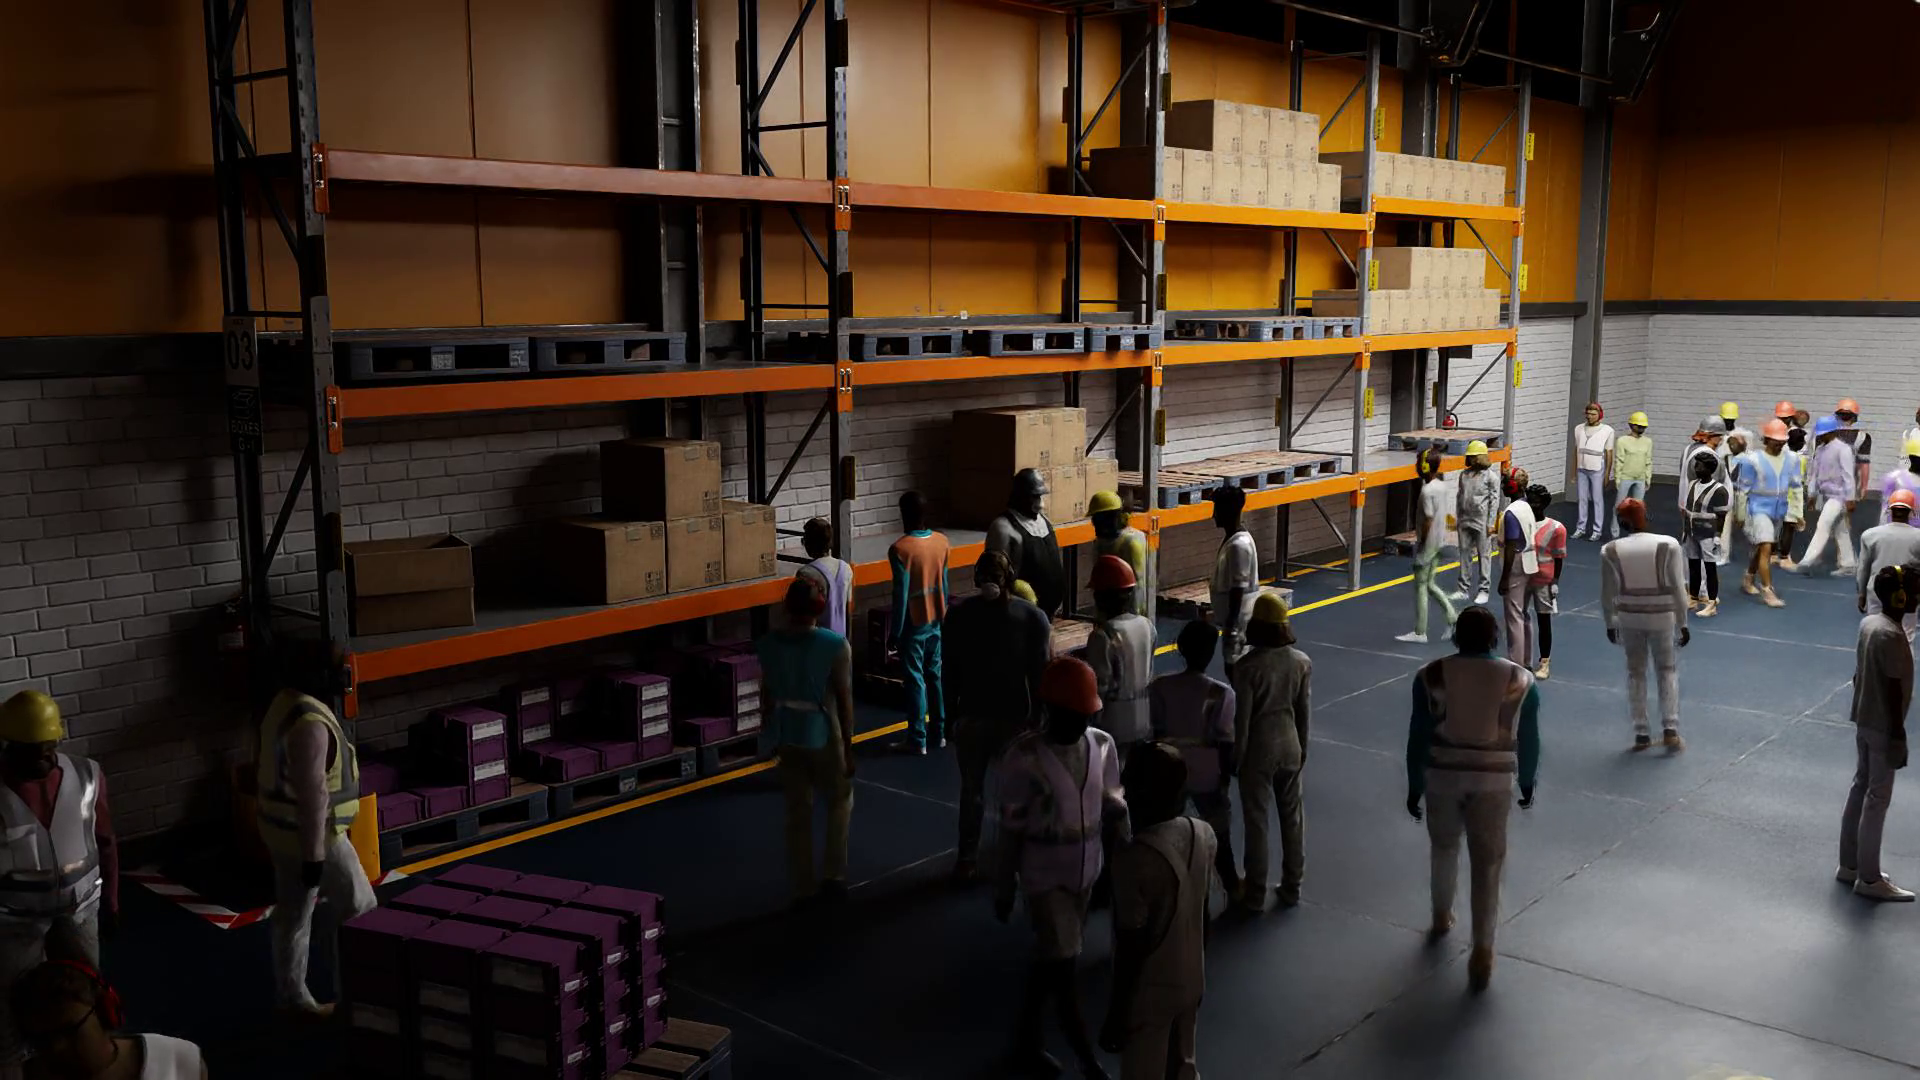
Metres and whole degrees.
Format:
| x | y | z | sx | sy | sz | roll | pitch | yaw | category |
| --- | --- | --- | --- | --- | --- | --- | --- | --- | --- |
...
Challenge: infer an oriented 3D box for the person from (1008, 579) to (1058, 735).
| x | y | z | sx | sy | sz | roll | pitch | yaw | category |
| --- | --- | --- | --- | --- | --- | --- | --- | --- | --- |
| 0.406 | 1.059 | 9.779 | 0.527 | 1.721 | 0.581 | 8 | 12 | 40 | person |

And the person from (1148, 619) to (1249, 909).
| x | y | z | sx | sy | sz | roll | pitch | yaw | category |
| --- | --- | --- | --- | --- | --- | --- | --- | --- | --- |
| 1.264 | 1.232 | 8.851 | 0.545 | 1.645 | 0.869 | 6 | 11 | 36 | person |

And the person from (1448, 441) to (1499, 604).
| x | y | z | sx | sy | sz | roll | pitch | yaw | category |
| --- | --- | --- | --- | --- | --- | --- | --- | --- | --- |
| 5.497 | -0.193 | 17.782 | 0.295 | 1.744 | 0.491 | -7 | 11 | -39 | person |

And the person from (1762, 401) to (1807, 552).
| x | y | z | sx | sy | sz | roll | pitch | yaw | category |
| --- | --- | --- | --- | --- | --- | --- | --- | --- | --- |
| 10.438 | -0.807 | 21.160 | 0.386 | 1.929 | 0.548 | -7 | 11 | -38 | person |

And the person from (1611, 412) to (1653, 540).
| x | y | z | sx | sy | sz | roll | pitch | yaw | category |
| --- | --- | --- | --- | --- | --- | --- | --- | --- | --- |
| 8.734 | -0.786 | 21.568 | 0.529 | 1.761 | 0.341 | -1 | 9 | -9 | person |

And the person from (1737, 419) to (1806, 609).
| x | y | z | sx | sy | sz | roll | pitch | yaw | category |
| --- | --- | --- | --- | --- | --- | --- | --- | --- | --- |
| 8.643 | -0.316 | 17.830 | 0.613 | 1.994 | 1.053 | -1 | 9 | -4 | person |

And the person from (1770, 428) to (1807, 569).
| x | y | z | sx | sy | sz | roll | pitch | yaw | category |
| --- | --- | --- | --- | --- | --- | --- | --- | --- | --- |
| 9.932 | -0.498 | 19.934 | 0.321 | 1.688 | 0.543 | 0 | 9 | -1 | person |

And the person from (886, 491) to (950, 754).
| x | y | z | sx | sy | sz | roll | pitch | yaw | category |
| --- | --- | --- | --- | --- | --- | --- | --- | --- | --- |
| -0.293 | 0.602 | 12.103 | 0.374 | 1.912 | 0.595 | 7 | 11 | 38 | person |

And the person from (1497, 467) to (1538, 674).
| x | y | z | sx | sy | sz | roll | pitch | yaw | category |
| --- | --- | --- | --- | --- | --- | --- | --- | --- | --- |
| 4.839 | 0.287 | 14.397 | 0.393 | 1.836 | 0.561 | 6 | 11 | 33 | person |

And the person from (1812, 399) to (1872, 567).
| x | y | z | sx | sy | sz | roll | pitch | yaw | category |
| --- | --- | --- | --- | --- | --- | --- | --- | --- | --- |
| 10.608 | -0.684 | 20.049 | 0.613 | 2.028 | 0.409 | 5 | 10 | 31 | person |

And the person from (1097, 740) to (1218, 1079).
| x | y | z | sx | sy | sz | roll | pitch | yaw | category |
| --- | --- | --- | --- | --- | --- | --- | --- | --- | --- |
| 0.683 | 1.603 | 5.871 | 0.346 | 1.846 | 0.506 | 8 | 12 | 44 | person |

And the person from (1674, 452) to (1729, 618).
| x | y | z | sx | sy | sz | roll | pitch | yaw | category |
| --- | --- | --- | --- | --- | --- | --- | --- | --- | --- |
| 7.609 | -0.056 | 17.043 | 0.317 | 1.695 | 0.540 | -3 | 9 | -17 | person |

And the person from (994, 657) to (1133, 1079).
| x | y | z | sx | sy | sz | roll | pitch | yaw | category |
| --- | --- | --- | --- | --- | --- | --- | --- | --- | --- |
| 0.511 | 1.420 | 6.853 | 0.554 | 1.885 | 1.017 | -6 | 11 | -35 | person |

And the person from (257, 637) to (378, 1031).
| x | y | z | sx | sy | sz | roll | pitch | yaw | category |
| --- | --- | --- | --- | --- | --- | --- | --- | --- | --- |
| -2.893 | 1.341 | 7.641 | 0.641 | 1.817 | 0.627 | -6 | 11 | -36 | person |

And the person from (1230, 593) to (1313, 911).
| x | y | z | sx | sy | sz | roll | pitch | yaw | category |
| --- | --- | --- | --- | --- | --- | --- | --- | --- | --- |
| 1.686 | 1.151 | 9.112 | 0.492 | 1.742 | 0.319 | -3 | 9 | -21 | person |

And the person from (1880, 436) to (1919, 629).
| x | y | z | sx | sy | sz | roll | pitch | yaw | category |
| --- | --- | --- | --- | --- | --- | --- | --- | --- | --- |
| 9.508 | -0.107 | 16.704 | 0.597 | 1.909 | 0.754 | 0 | 9 | -1 | person |

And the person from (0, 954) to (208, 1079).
| x | y | z | sx | sy | sz | roll | pitch | yaw | category |
| --- | --- | --- | --- | --- | --- | --- | --- | --- | --- |
| -2.154 | 1.889 | 4.218 | 0.592 | 1.791 | 0.965 | -5 | 10 | -30 | person |

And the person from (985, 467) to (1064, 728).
| x | y | z | sx | sy | sz | roll | pitch | yaw | category |
| --- | --- | --- | --- | --- | --- | --- | --- | --- | --- |
| 0.535 | 0.462 | 12.596 | 0.535 | 2.000 | 0.673 | 7 | 11 | 38 | person |

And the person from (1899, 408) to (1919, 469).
| x | y | z | sx | sy | sz | roll | pitch | yaw | category |
| --- | --- | --- | --- | --- | --- | --- | --- | --- | --- |
| 12.176 | -0.767 | 21.049 | 0.352 | 1.880 | 0.577 | -6 | 11 | -36 | person |

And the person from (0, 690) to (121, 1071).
| x | y | z | sx | sy | sz | roll | pitch | yaw | category |
| --- | --- | --- | --- | --- | --- | --- | --- | --- | --- |
| -3.681 | 1.488 | 6.682 | 0.403 | 1.824 | 0.594 | 8 | 12 | 42 | person |

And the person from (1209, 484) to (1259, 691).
| x | y | z | sx | sy | sz | roll | pitch | yaw | category |
| --- | --- | --- | --- | --- | --- | --- | --- | --- | --- |
| 2.014 | 0.558 | 12.267 | 0.375 | 1.958 | 0.600 | 1 | 9 | 6 | person |

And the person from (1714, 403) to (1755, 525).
| x | y | z | sx | sy | sz | roll | pitch | yaw | category |
| --- | --- | --- | --- | --- | --- | --- | --- | --- | --- |
| 9.808 | -0.808 | 21.253 | 0.609 | 1.889 | 0.719 | 3 | 9 | 19 | person |

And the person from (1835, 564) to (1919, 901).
| x | y | z | sx | sy | sz | roll | pitch | yaw | category |
| --- | --- | --- | --- | --- | --- | --- | --- | --- | --- |
| 5.164 | 1.058 | 9.302 | 0.328 | 1.874 | 0.517 | 1 | 9 | 8 | person |

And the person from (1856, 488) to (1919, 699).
| x | y | z | sx | sy | sz | roll | pitch | yaw | category |
| --- | --- | --- | --- | --- | --- | --- | --- | --- | --- |
| 7.672 | 0.447 | 13.647 | 0.567 | 1.744 | 0.350 | 8 | 12 | 41 | person |

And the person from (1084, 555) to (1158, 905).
| x | y | z | sx | sy | sz | roll | pitch | yaw | category |
| --- | --- | --- | --- | --- | --- | --- | --- | --- | --- |
| 0.848 | 1.043 | 9.216 | 0.388 | 1.930 | 0.544 | 8 | 12 | 40 | person |

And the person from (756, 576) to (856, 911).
| x | y | z | sx | sy | sz | roll | pitch | yaw | category |
| --- | --- | --- | --- | --- | --- | --- | --- | --- | --- |
| -0.814 | 1.106 | 9.140 | 0.595 | 1.815 | 0.553 | 3 | 9 | 19 | person |

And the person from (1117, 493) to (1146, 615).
| x | y | z | sx | sy | sz | roll | pitch | yaw | category |
| --- | --- | --- | --- | --- | --- | --- | --- | --- | --- |
| 1.287 | 0.548 | 12.718 | 0.597 | 1.845 | 0.637 | 7 | 11 | 38 | person |

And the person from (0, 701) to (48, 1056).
| x | y | z | sx | sy | sz | roll | pitch | yaw | category |
| --- | --- | --- | --- | --- | --- | --- | --- | --- | --- |
| -4.274 | 1.388 | 7.304 | 0.642 | 1.835 | 0.430 | 2 | 9 | 15 | person |

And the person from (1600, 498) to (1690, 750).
| x | y | z | sx | sy | sz | roll | pitch | yaw | category |
| --- | --- | --- | --- | --- | --- | --- | --- | --- | --- |
| 5.050 | 0.611 | 12.292 | 0.665 | 1.833 | 0.520 | 5 | 10 | 30 | person |

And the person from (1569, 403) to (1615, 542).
| x | y | z | sx | sy | sz | roll | pitch | yaw | category |
| --- | --- | --- | --- | --- | --- | --- | --- | --- | --- |
| 8.391 | -0.903 | 22.065 | 0.393 | 1.836 | 0.560 | -6 | 11 | -36 | person |

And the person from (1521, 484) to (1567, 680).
| x | y | z | sx | sy | sz | roll | pitch | yaw | category |
| --- | --- | --- | --- | --- | --- | --- | --- | --- | --- |
| 4.951 | 0.358 | 14.378 | 0.535 | 1.697 | 0.318 | 8 | 12 | 43 | person |

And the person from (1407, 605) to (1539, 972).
| x | y | z | sx | sy | sz | roll | pitch | yaw | category |
| --- | --- | --- | --- | --- | --- | --- | --- | --- | --- |
| 2.600 | 1.236 | 8.453 | 0.651 | 1.798 | 0.963 | 2 | 9 | 15 | person |

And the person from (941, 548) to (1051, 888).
| x | y | z | sx | sy | sz | roll | pitch | yaw | category |
| --- | --- | --- | --- | --- | --- | --- | --- | --- | --- |
| 0.193 | 1.004 | 9.430 | 0.627 | 1.940 | 0.372 | 2 | 9 | 13 | person |

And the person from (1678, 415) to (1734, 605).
| x | y | z | sx | sy | sz | roll | pitch | yaw | category |
| --- | --- | --- | --- | --- | --- | --- | --- | --- | --- |
| 7.963 | -0.337 | 17.750 | 0.535 | 2.000 | 0.685 | 0 | 9 | 1 | person |

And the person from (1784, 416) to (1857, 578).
| x | y | z | sx | sy | sz | roll | pitch | yaw | category |
| --- | --- | --- | --- | --- | --- | --- | --- | --- | --- |
| 9.996 | -0.488 | 19.215 | 0.935 | 1.879 | 0.617 | 0 | 9 | 2 | person |

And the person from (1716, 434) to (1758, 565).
| x | y | z | sx | sy | sz | roll | pitch | yaw | category |
| --- | --- | --- | --- | --- | --- | --- | --- | --- | --- |
| 9.459 | -0.497 | 20.168 | 0.655 | 1.617 | 0.528 | -6 | 11 | -34 | person |

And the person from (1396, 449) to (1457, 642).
| x | y | z | sx | sy | sz | roll | pitch | yaw | category |
| --- | --- | --- | --- | --- | --- | --- | --- | --- | --- |
| 4.468 | 0.071 | 15.766 | 0.500 | 1.876 | 0.559 | 6 | 11 | 35 | person |

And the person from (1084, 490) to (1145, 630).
| x | y | z | sx | sy | sz | roll | pitch | yaw | category |
| --- | --- | --- | --- | --- | --- | --- | --- | --- | --- |
| 1.164 | 0.577 | 12.409 | 0.616 | 1.922 | 0.624 | -7 | 11 | -39 | person |

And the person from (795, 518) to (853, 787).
| x | y | z | sx | sy | sz | roll | pitch | yaw | category |
| --- | --- | --- | --- | --- | --- | --- | --- | --- | --- |
| -0.944 | 0.760 | 11.351 | 0.353 | 1.835 | 0.518 | 7 | 11 | 38 | person |
